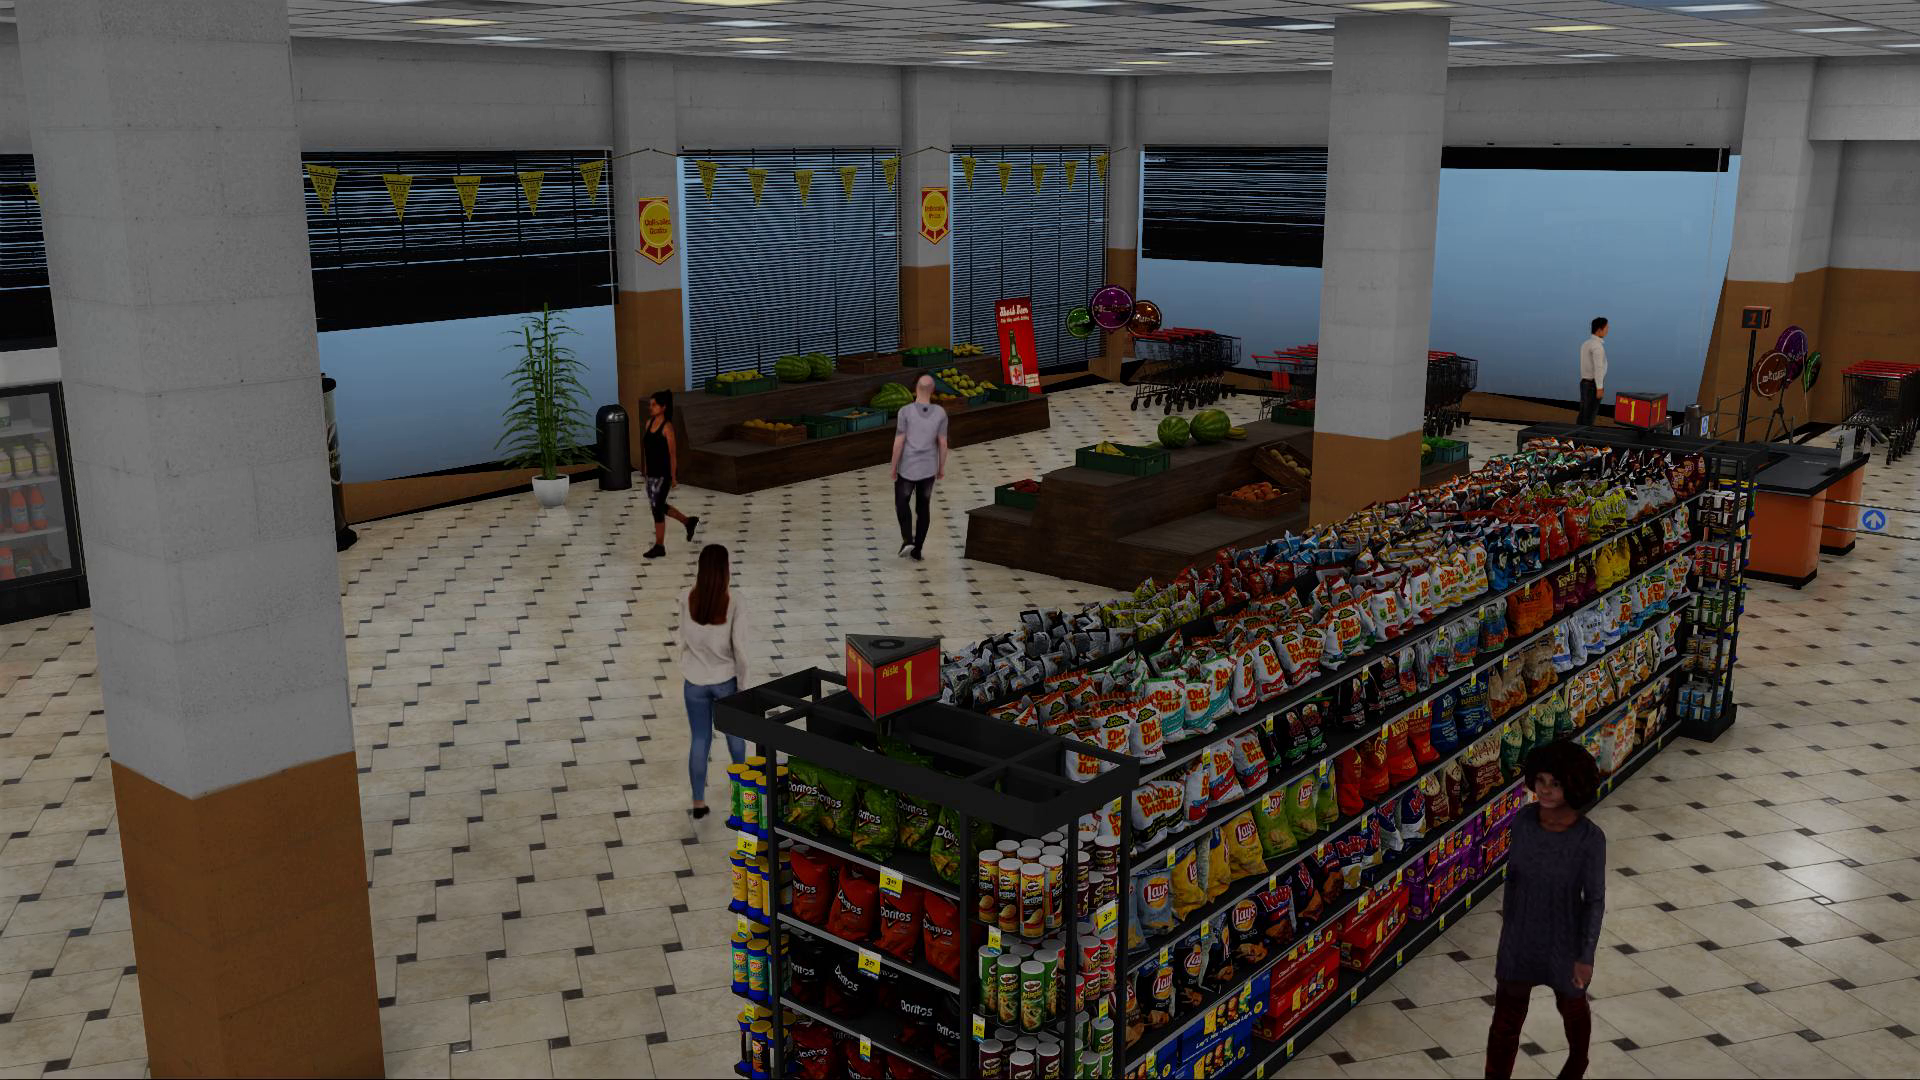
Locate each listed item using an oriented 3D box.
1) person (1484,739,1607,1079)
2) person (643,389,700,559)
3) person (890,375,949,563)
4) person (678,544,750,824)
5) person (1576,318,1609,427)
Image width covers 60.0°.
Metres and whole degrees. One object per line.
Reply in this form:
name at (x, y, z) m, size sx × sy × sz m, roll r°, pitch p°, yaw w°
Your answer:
person at (2.462, 1.639, 6.823) m, size 1.071 × 1.670 × 0.652 m, roll -13°, pitch 19°, yaw -43°
person at (-2.872, -0.657, 16.343) m, size 0.929 × 1.644 × 0.663 m, roll -12°, pitch 18°, yaw -40°
person at (-0.373, -0.654, 15.977) m, size 0.853 × 1.810 × 0.938 m, roll -4°, pitch 14°, yaw -17°
person at (-1.506, 0.886, 9.969) m, size 1.031 × 1.649 × 1.186 m, roll 1°, pitch 14°, yaw 4°
person at (8.084, -1.948, 21.325) m, size 0.800 × 1.805 × 0.712 m, roll 0°, pitch 14°, yaw 2°
